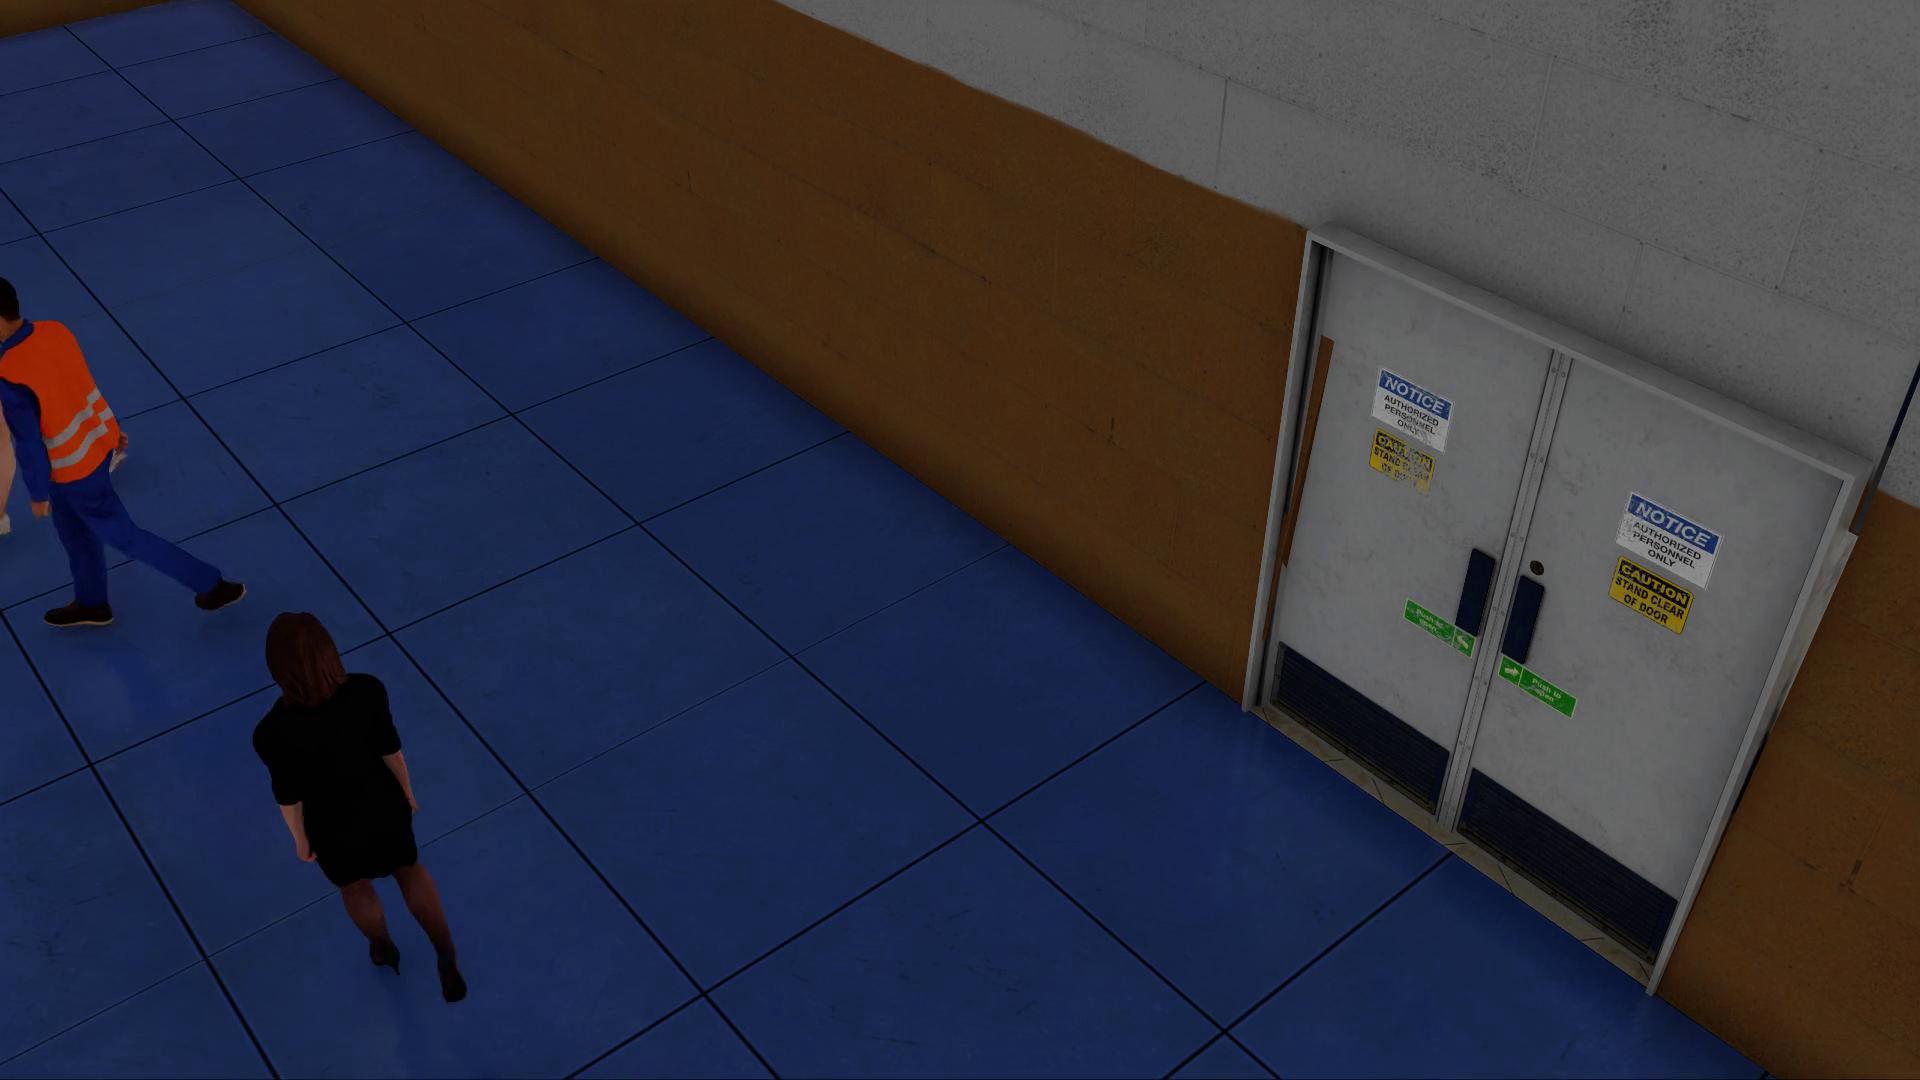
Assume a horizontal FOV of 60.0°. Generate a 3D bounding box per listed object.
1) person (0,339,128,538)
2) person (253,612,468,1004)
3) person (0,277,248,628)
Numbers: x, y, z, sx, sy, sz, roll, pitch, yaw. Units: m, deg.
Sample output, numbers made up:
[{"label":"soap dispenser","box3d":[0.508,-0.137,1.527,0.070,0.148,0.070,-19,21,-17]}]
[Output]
[{"label":"person","box3d":[-4.562,-0.884,8.045,0.883,1.688,1.245,19,41,23]},{"label":"person","box3d":[-1.983,0.971,5.559,0.791,1.689,0.657,-29,46,-33]},{"label":"person","box3d":[-3.712,-0.316,7.179,1.295,1.818,1.126,-1,37,-1]}]
